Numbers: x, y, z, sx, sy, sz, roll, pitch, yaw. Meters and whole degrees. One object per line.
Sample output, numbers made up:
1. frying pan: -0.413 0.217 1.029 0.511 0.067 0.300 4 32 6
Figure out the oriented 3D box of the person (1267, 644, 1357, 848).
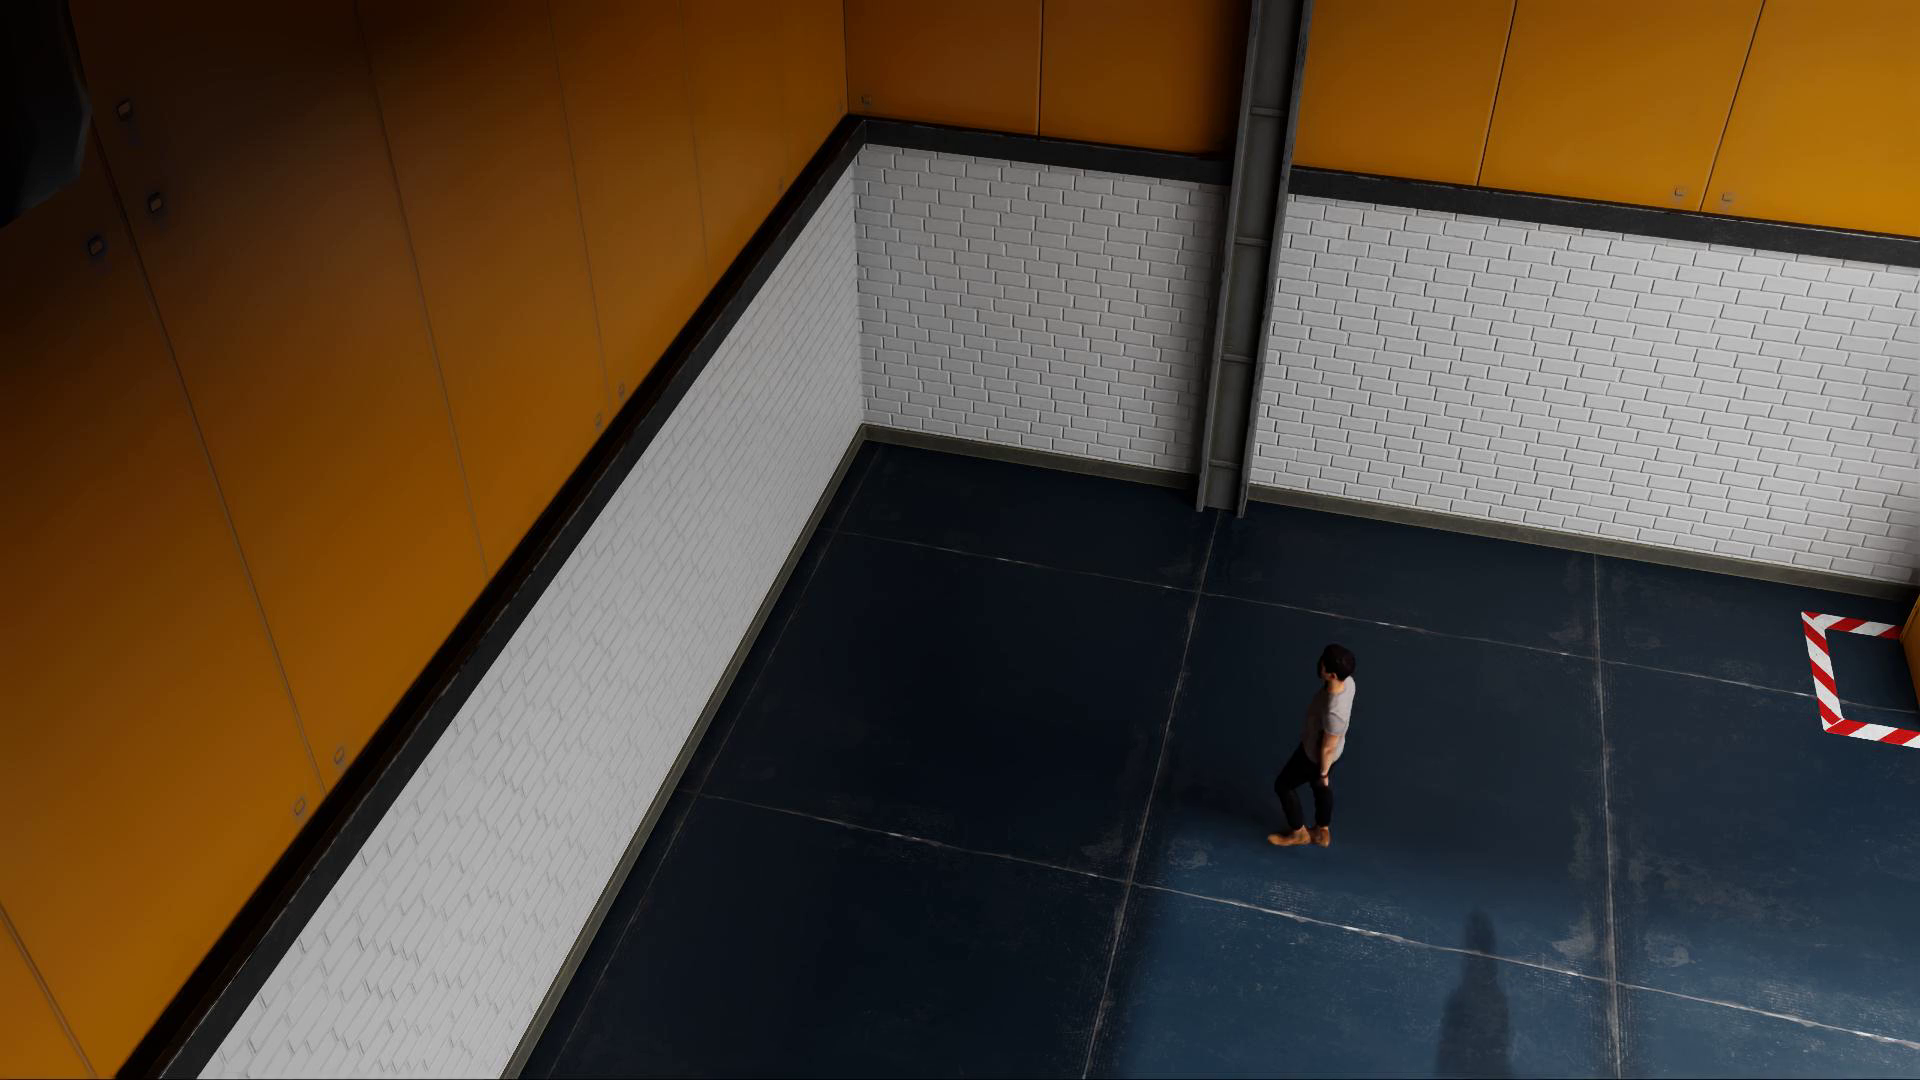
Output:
1. person: 2.347 1.340 10.489 0.686 1.708 0.666 18 42 21
